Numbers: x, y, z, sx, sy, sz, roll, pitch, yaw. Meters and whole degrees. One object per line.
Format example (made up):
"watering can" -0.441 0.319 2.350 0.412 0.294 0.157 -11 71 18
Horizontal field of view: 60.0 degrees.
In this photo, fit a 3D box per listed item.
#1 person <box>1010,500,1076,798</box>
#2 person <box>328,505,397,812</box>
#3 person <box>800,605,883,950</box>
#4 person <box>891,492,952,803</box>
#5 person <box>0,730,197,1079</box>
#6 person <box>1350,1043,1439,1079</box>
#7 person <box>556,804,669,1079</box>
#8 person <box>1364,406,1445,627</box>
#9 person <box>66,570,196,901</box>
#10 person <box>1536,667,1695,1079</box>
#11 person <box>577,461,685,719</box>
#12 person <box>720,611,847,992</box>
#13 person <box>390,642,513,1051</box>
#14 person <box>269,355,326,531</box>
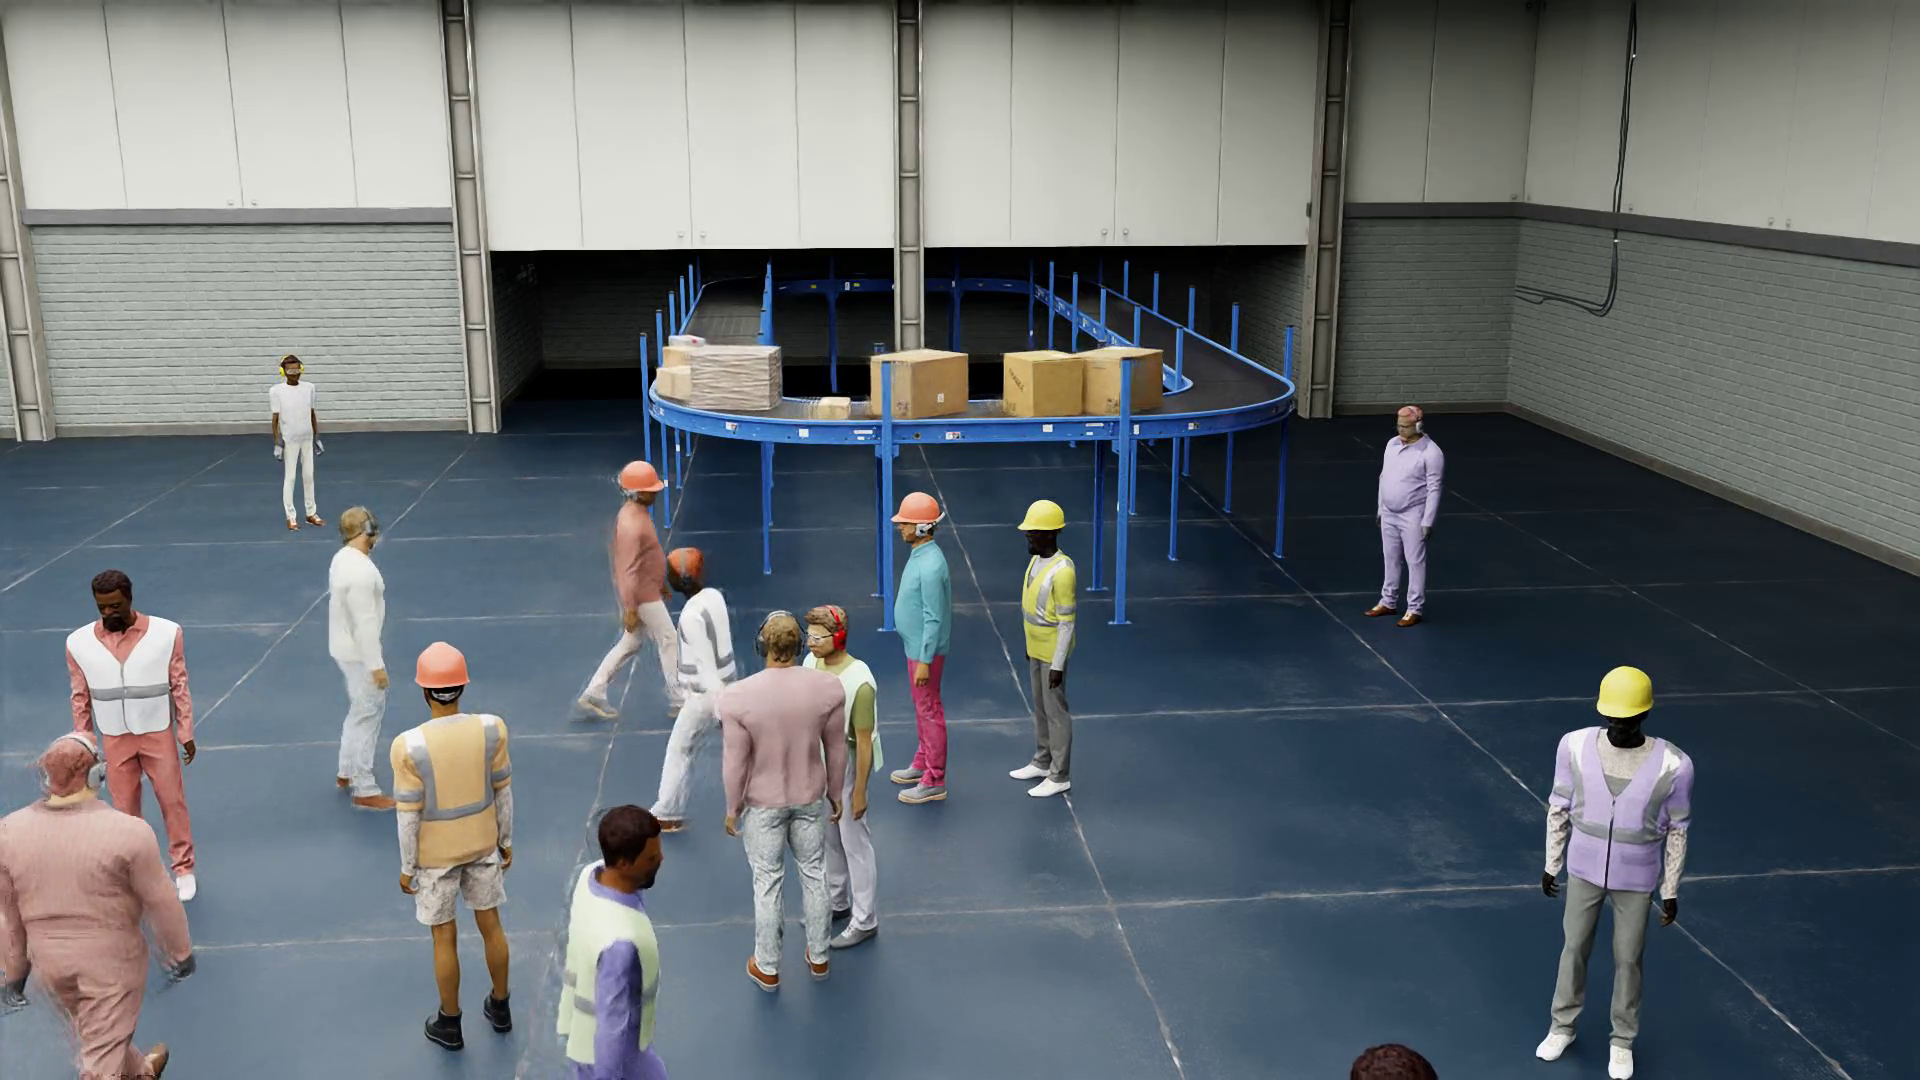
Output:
"person" 0.548 0.687 10.637 0.367 1.928 0.584 -4 15 -16
"person" -3.771 0.747 10.456 0.381 1.907 0.697 -7 15 -25
"person" -0.615 1.215 8.712 0.381 1.836 0.564 -10 17 -35
"person" -0.242 0.672 10.557 0.376 1.995 0.612 -2 14 -9
"person" -3.493 1.661 6.861 0.677 1.858 0.964 1 14 4
"person" 1.057 2.231 4.501 0.385 1.910 0.595 3 14 13
"person" -1.337 1.848 6.094 0.884 1.881 0.598 -7 15 -25
"person" 3.814 -0.211 14.283 0.408 1.903 0.638 -9 16 -31
"person" -4.533 1.071 9.149 0.599 1.908 0.402 -4 15 -16
"person" 2.918 1.483 7.452 0.594 1.925 0.379 8 16 30
"person" -2.293 0.368 11.885 0.976 1.944 0.619 -3 14 -12
"person" -0.865 1.284 8.223 0.635 1.938 0.361 -6 15 -22
"person" -2.345 1.411 7.716 0.551 1.936 0.357 -11 18 -37
"person" -7.036 -1.044 17.682 0.310 1.869 0.532 13 19 41
